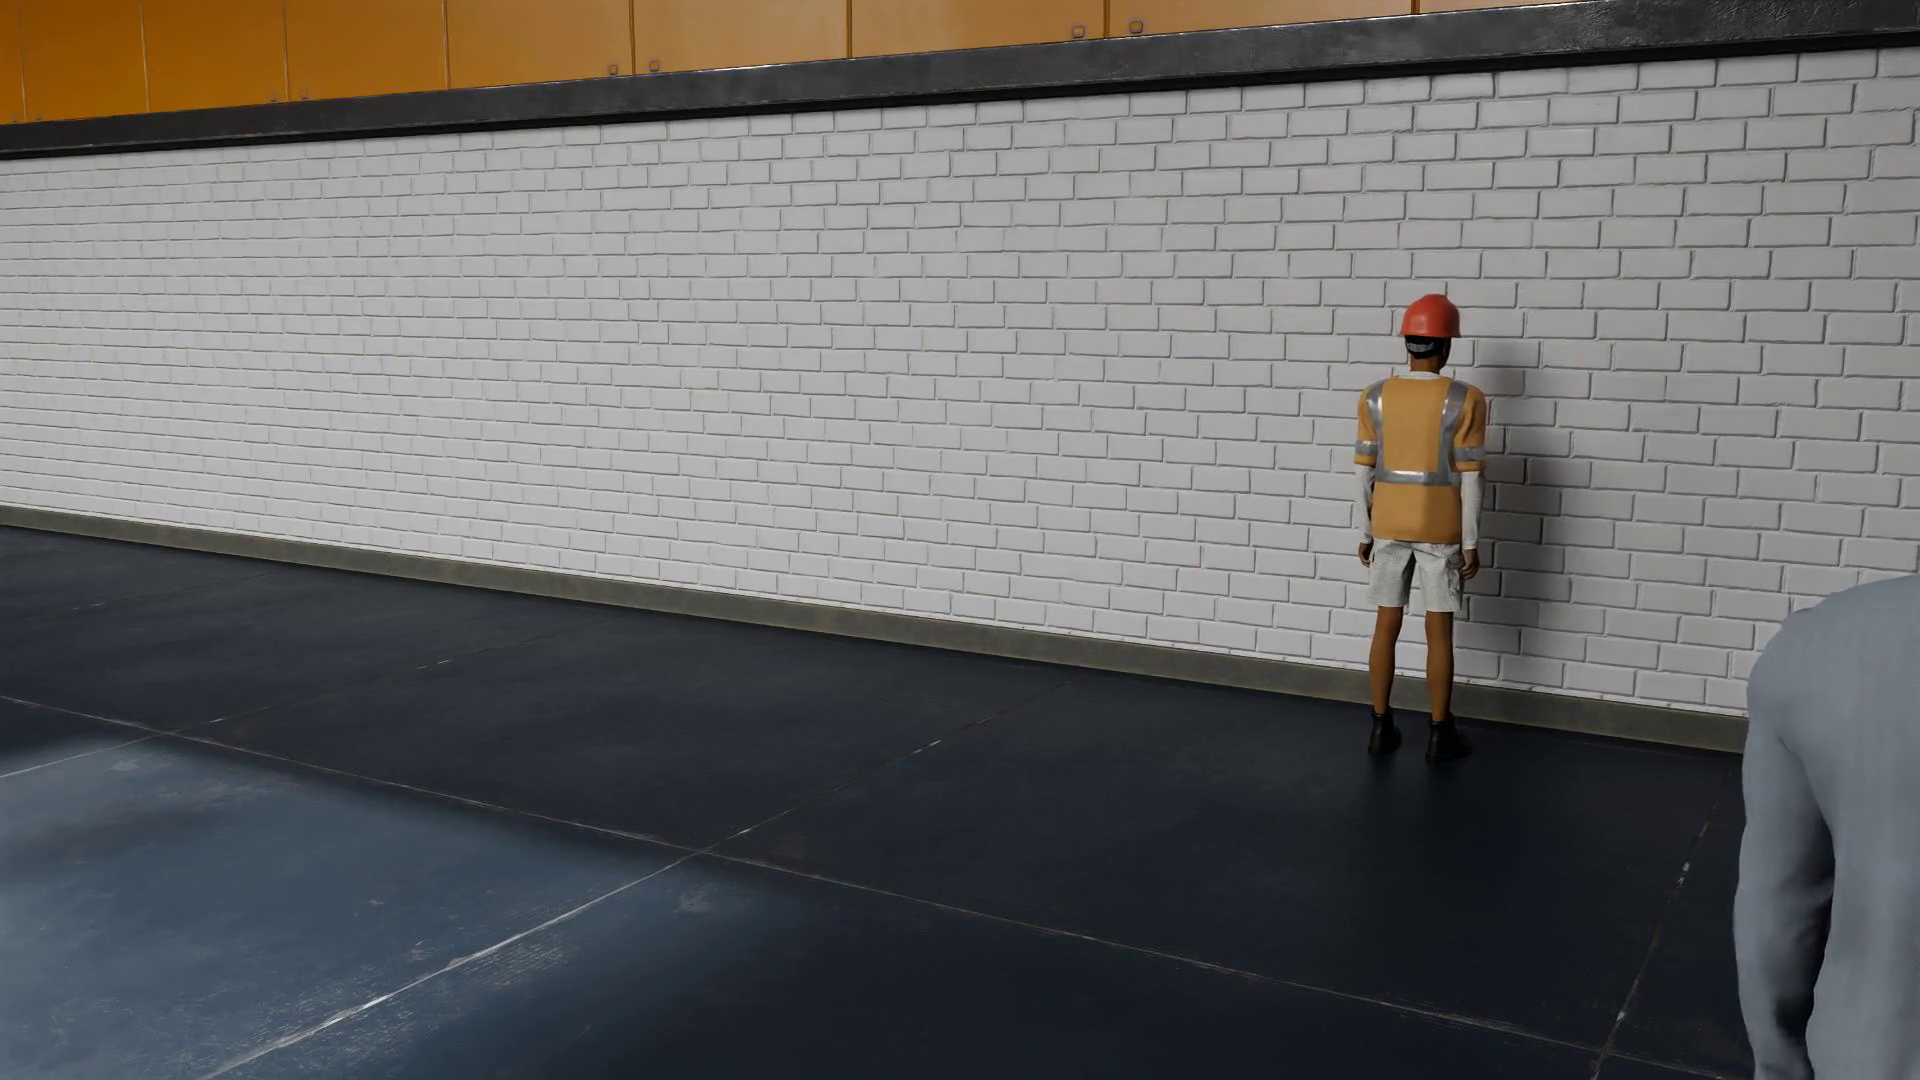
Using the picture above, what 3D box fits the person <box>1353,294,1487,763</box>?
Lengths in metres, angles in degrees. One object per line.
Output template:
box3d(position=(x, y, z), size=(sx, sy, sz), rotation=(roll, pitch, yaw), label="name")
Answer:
box3d(position=(1.916, -0.048, 6.939), size=(0.547, 1.938, 0.377), rotation=(6, 11, 34), label="person")

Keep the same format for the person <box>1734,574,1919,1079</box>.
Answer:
box3d(position=(1.261, 0.737, 2.051), size=(0.376, 1.936, 0.627), rotation=(-6, 11, -33), label="person")
